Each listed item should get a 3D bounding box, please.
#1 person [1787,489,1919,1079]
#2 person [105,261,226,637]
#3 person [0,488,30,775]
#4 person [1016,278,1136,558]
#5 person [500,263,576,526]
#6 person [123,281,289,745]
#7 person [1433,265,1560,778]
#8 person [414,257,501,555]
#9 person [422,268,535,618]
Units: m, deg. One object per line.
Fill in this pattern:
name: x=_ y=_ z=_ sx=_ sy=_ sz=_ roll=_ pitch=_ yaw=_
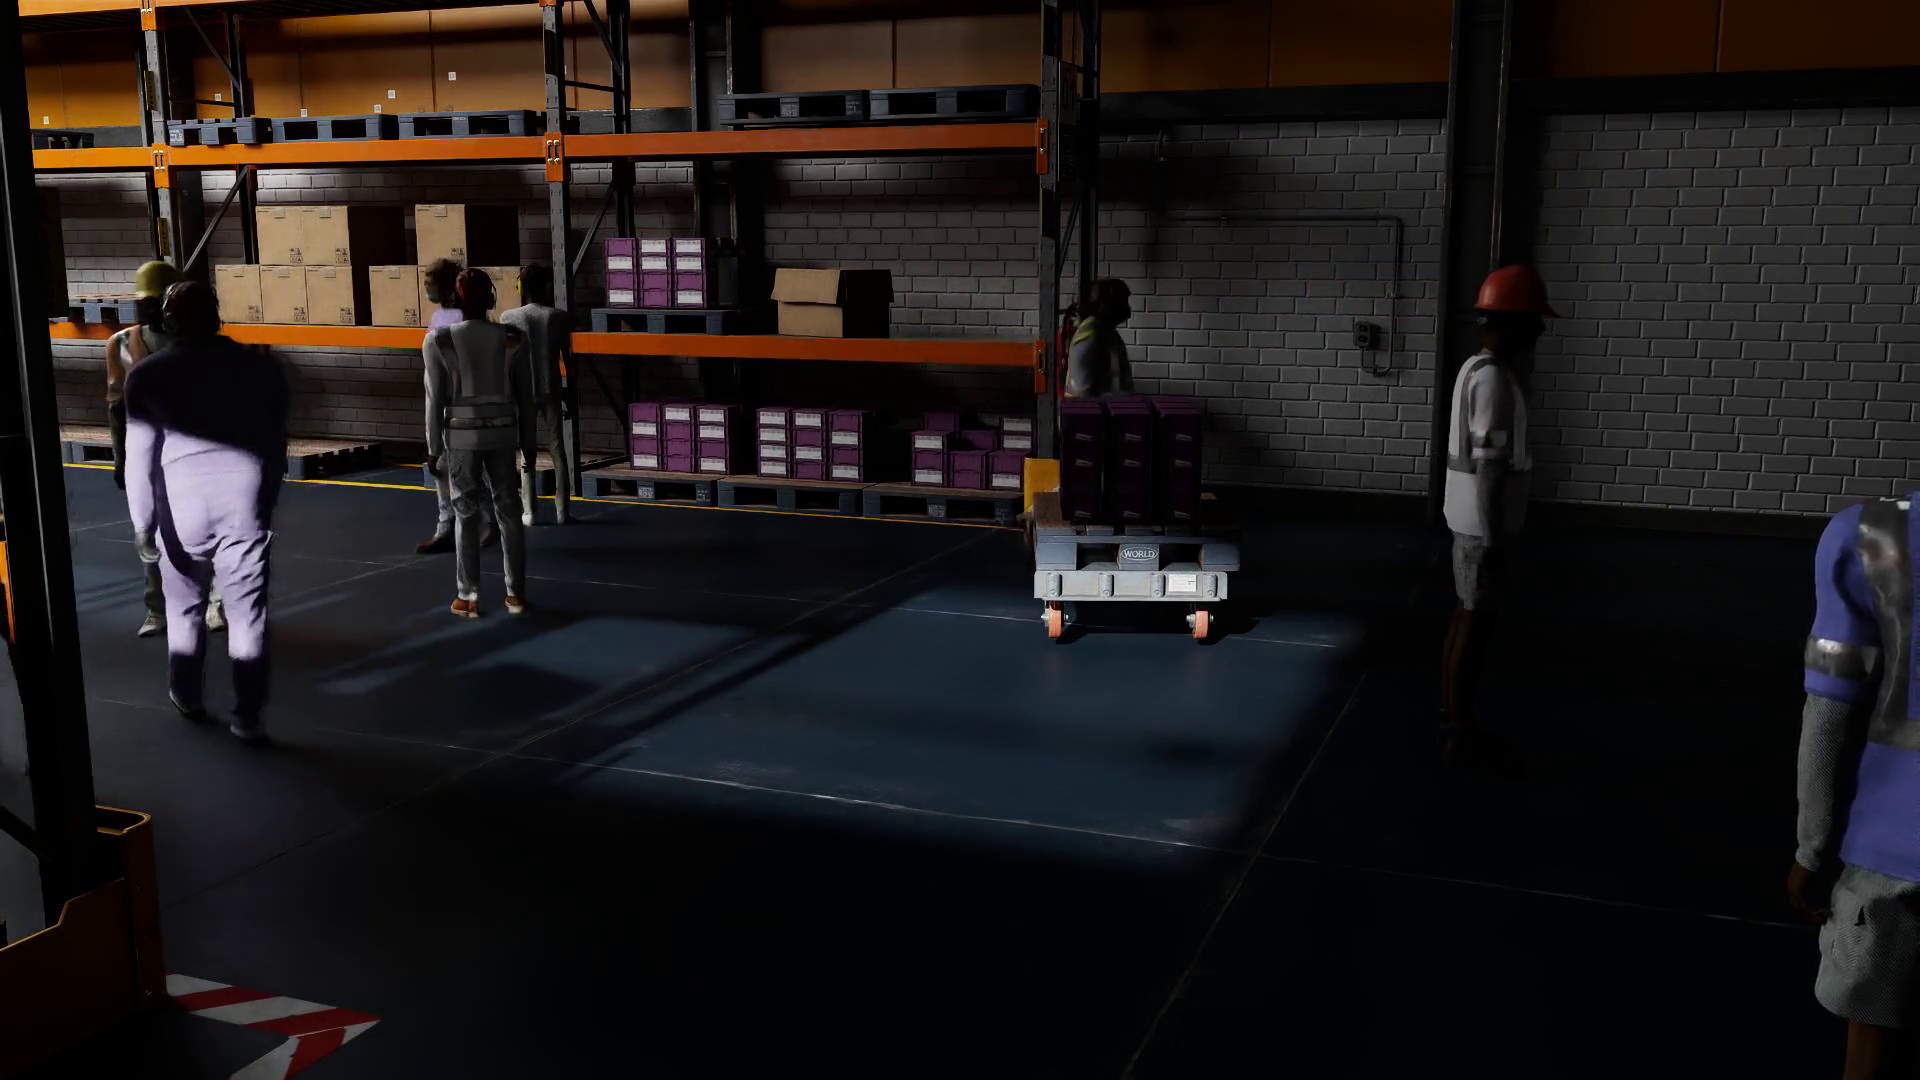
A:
person: x=1.779 y=0.539 z=2.959 sx=0.560 sy=1.936 sz=0.375 roll=5 pitch=11 yaw=24
person: x=-4.041 y=-0.462 z=8.549 sx=0.593 sy=1.924 sz=0.381 roll=-3 pitch=11 yaw=-19
person: x=-3.747 y=-0.060 z=6.322 sx=0.605 sy=1.948 sz=1.026 roll=-10 pitch=14 yaw=-44
person: x=0.748 y=-0.699 z=10.205 sx=0.785 sy=1.816 sz=0.639 roll=3 pitch=11 yaw=15
person: x=-3.011 y=-1.032 z=11.884 sx=0.521 sy=1.871 sz=0.325 roll=-4 pitch=11 yaw=-21
person: x=-3.106 y=-0.124 z=6.879 sx=0.650 sy=1.858 sz=0.892 roll=-7 pitch=12 yaw=-33
person: x=2.048 y=-0.073 z=6.363 sx=0.378 sy=1.932 sz=0.551 roll=2 pitch=10 yaw=12
person: x=-3.261 y=-0.854 z=10.728 sx=0.505 sy=1.921 sz=0.648 roll=-7 pitch=13 yaw=-36
person: x=-2.587 y=-0.519 z=8.990 sx=0.584 sy=1.882 sz=0.345 roll=-6 pitch=12 yaw=-28
